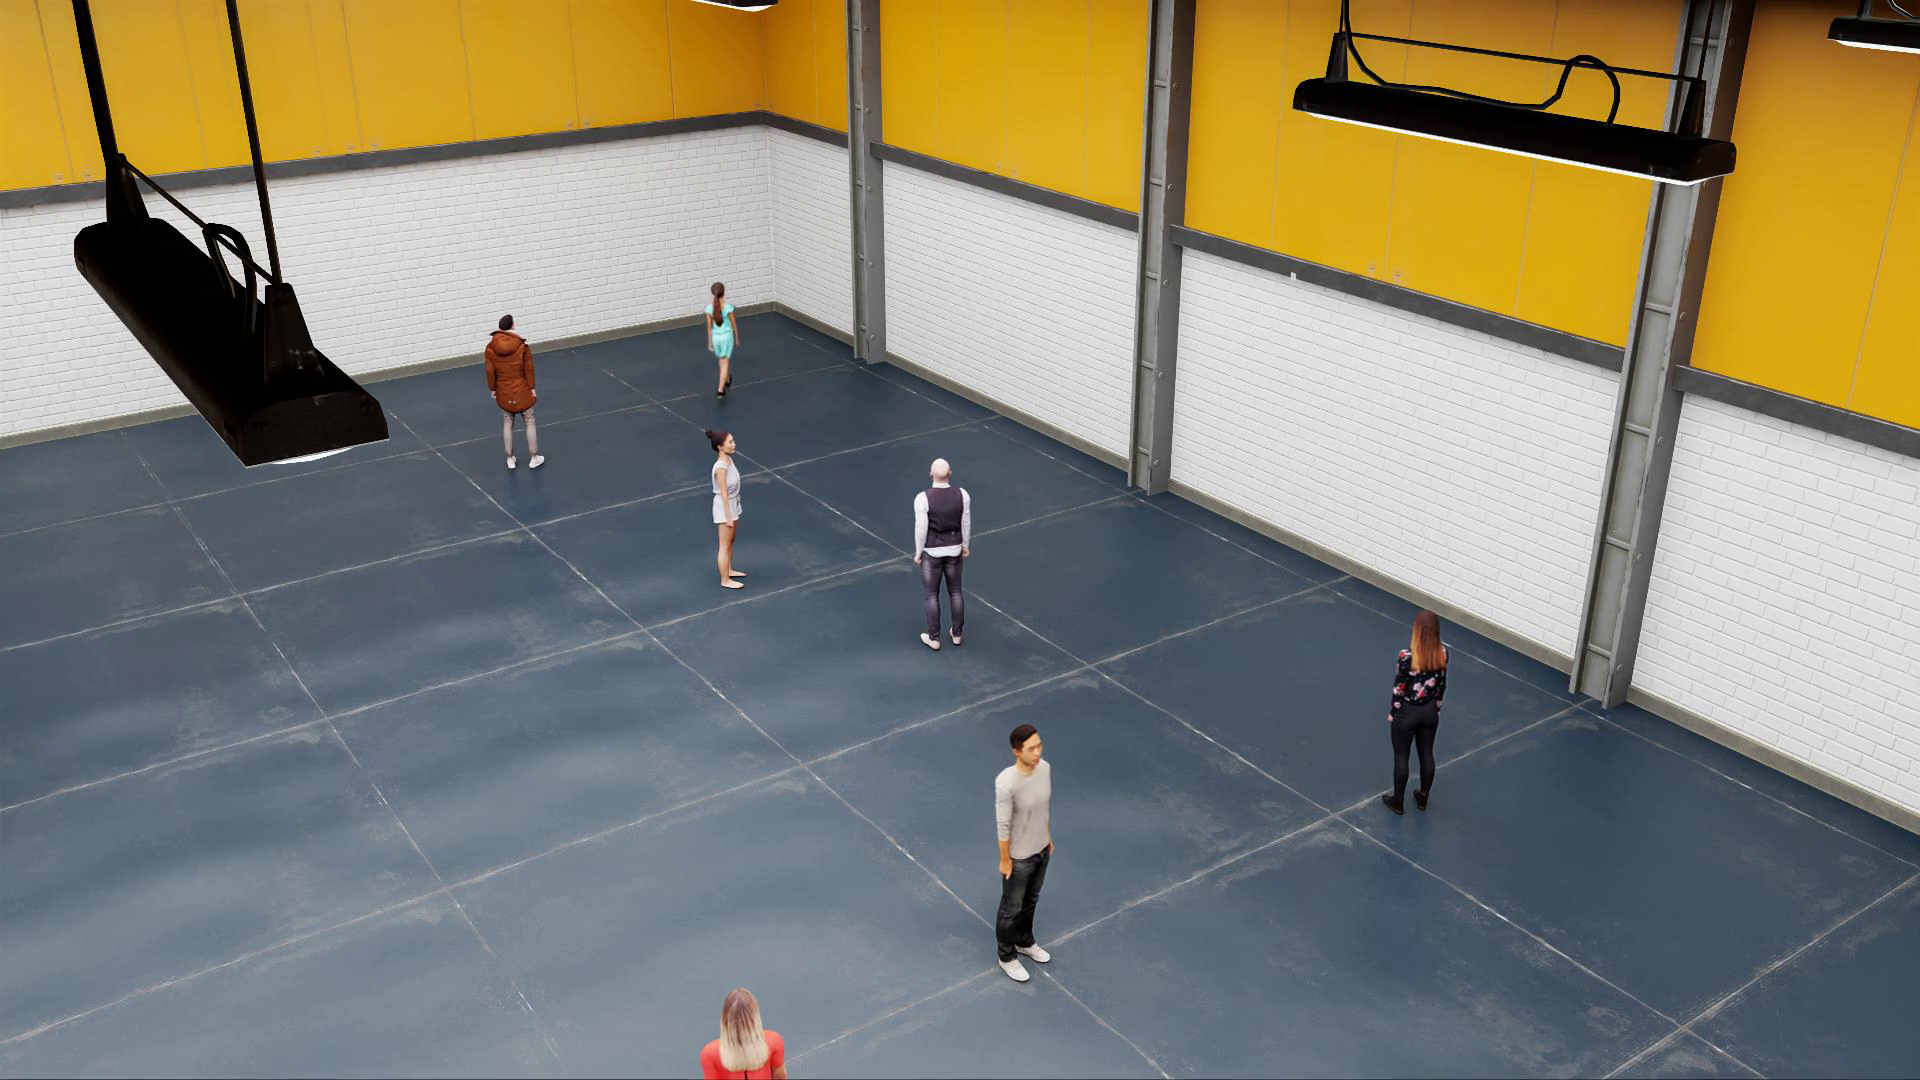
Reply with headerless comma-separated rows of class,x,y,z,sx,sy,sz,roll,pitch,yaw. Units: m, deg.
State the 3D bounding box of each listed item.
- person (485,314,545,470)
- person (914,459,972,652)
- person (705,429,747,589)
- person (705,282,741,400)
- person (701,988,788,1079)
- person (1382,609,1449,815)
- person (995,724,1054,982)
person,-5.195,-1.729,19.390,0.856,1.837,0.895,0,24,-1
person,-0.172,0.122,15.175,0.744,1.822,0.663,-9,25,-20
person,-2.310,-0.325,16.467,0.722,1.607,0.640,0,24,0
person,-3.108,-2.574,21.715,1.023,1.524,1.074,4,24,10
person,-1.102,3.039,8.662,0.650,1.694,0.626,-7,25,-16
person,3.472,1.301,12.652,0.646,1.683,0.626,-5,24,-12
person,0.405,2.006,10.878,0.635,1.812,0.697,19,30,37
